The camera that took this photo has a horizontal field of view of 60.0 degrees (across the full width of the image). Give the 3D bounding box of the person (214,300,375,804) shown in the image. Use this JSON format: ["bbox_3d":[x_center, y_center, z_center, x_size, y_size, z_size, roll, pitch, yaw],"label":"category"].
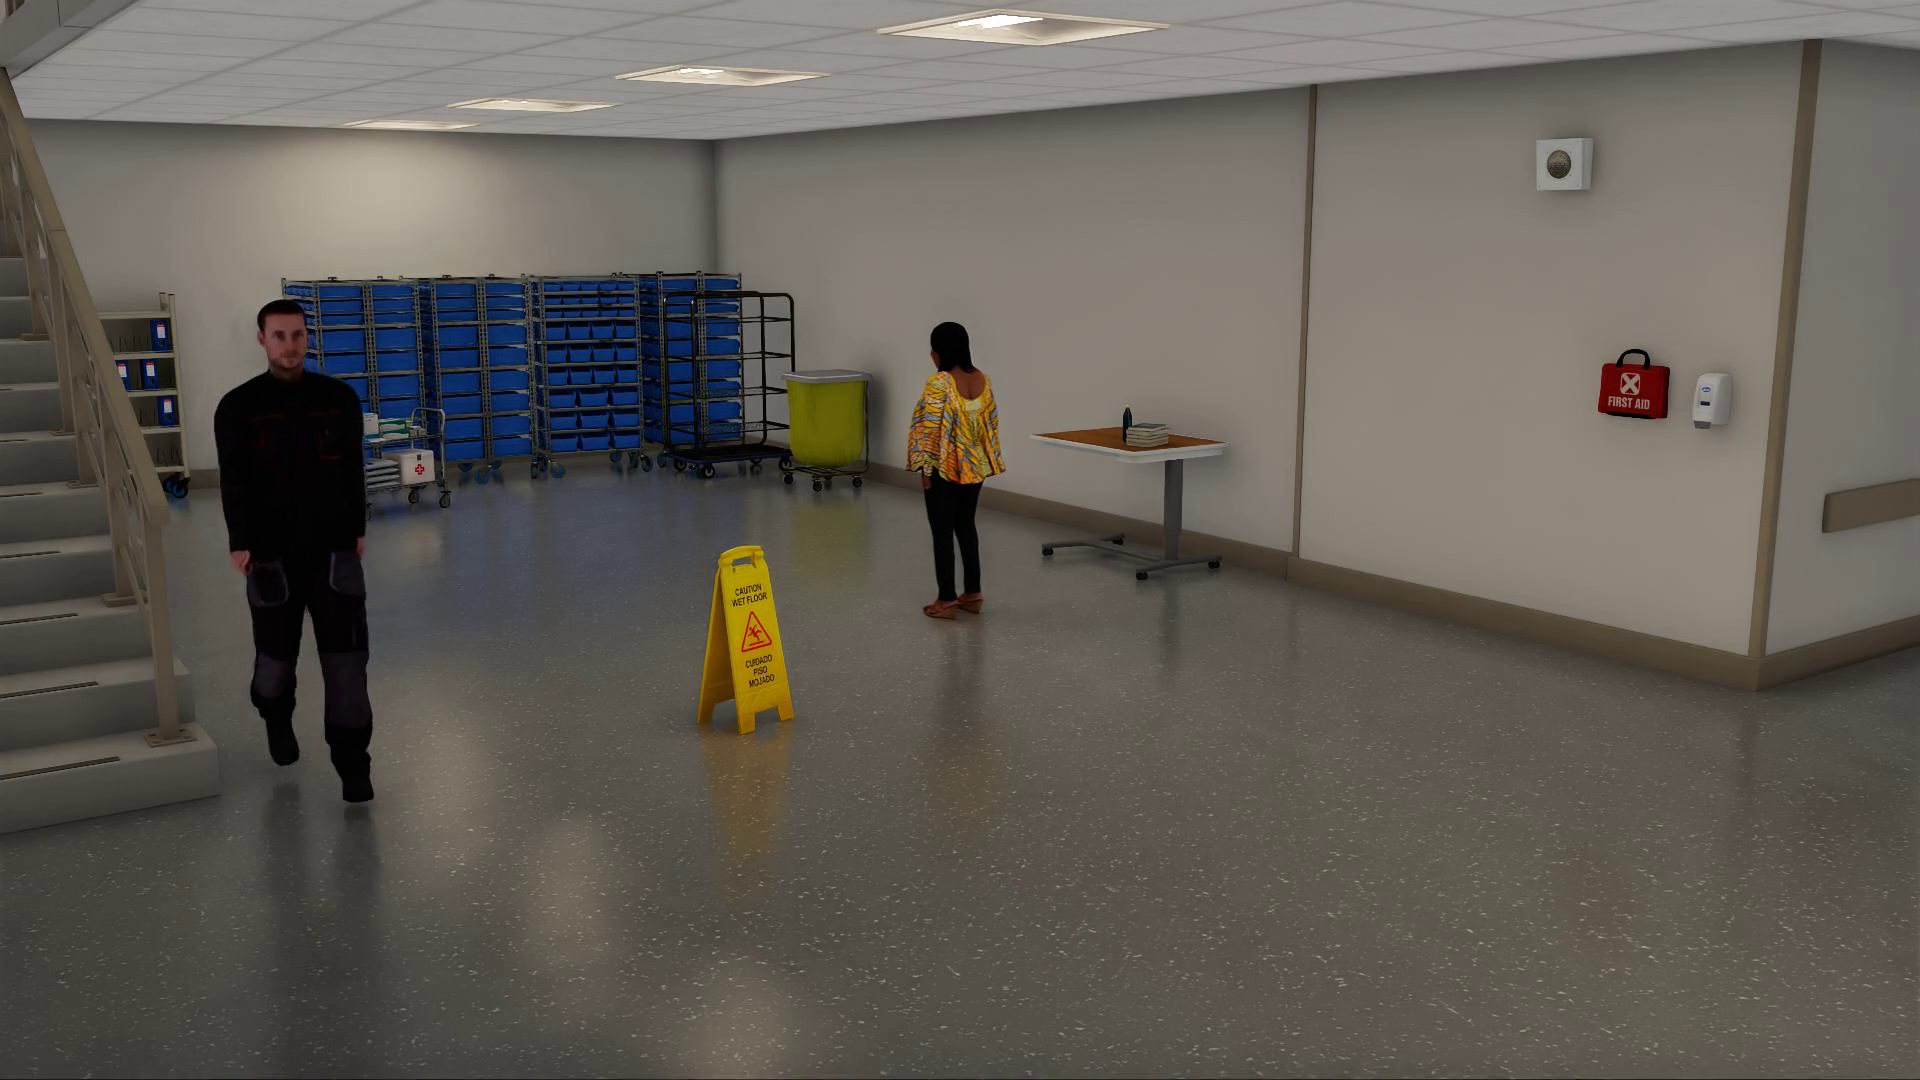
[{"bbox_3d":[-2.569,0.040,6.430,0.782,1.875,1.232,-6,12,-28],"label":"person"}]

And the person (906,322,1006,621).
[{"bbox_3d":[-0.033,-0.387,9.278,0.861,1.652,0.818,8,13,35],"label":"person"}]
